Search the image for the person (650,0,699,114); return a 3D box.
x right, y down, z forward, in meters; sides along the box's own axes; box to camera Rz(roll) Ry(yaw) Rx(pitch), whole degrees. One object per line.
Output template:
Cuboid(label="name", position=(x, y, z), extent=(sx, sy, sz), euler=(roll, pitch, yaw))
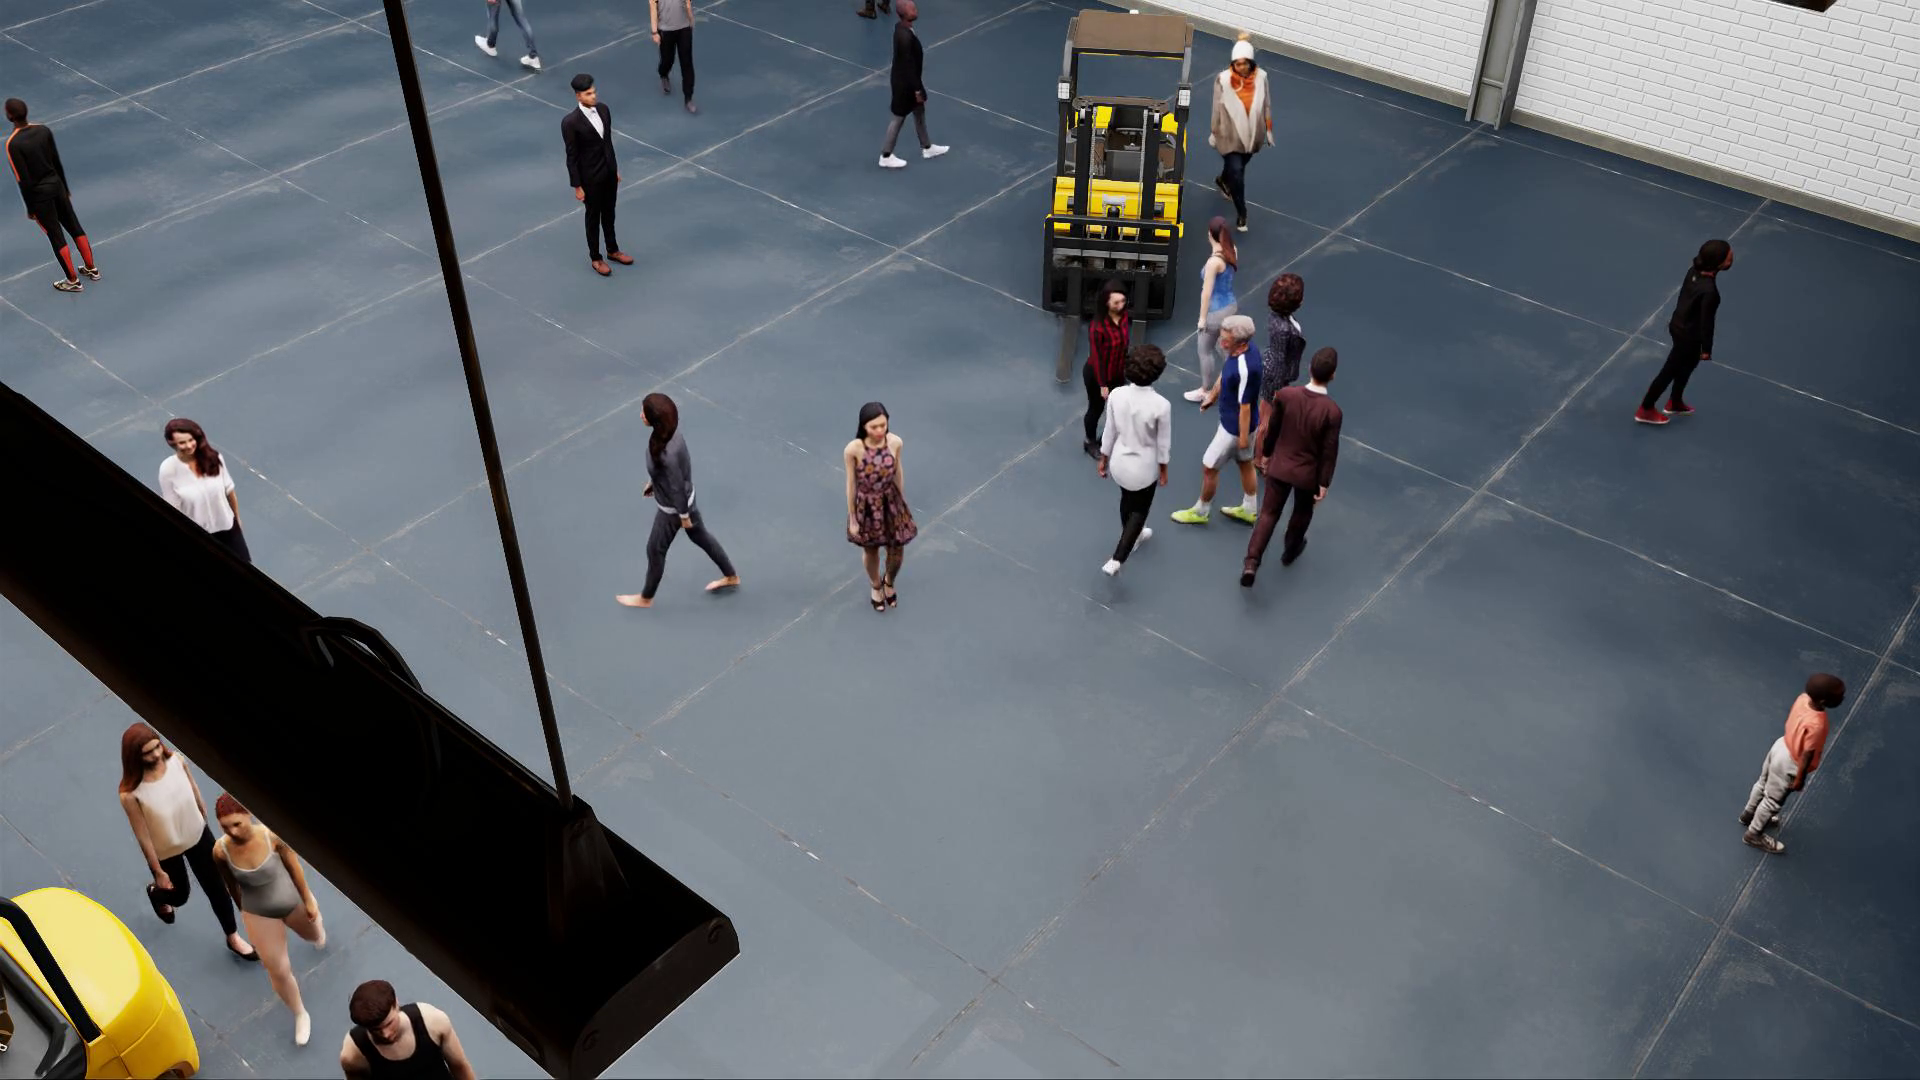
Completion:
Cuboid(label="person", position=(-3.114, -5.552, 18.004), extent=(0.886, 1.737, 1.075), euler=(-16, 41, -19))

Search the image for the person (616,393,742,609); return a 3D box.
Cuboid(label="person", position=(-1.864, -0.273, 11.406), extent=(1.138, 1.723, 1.099), euler=(-5, 39, -6))

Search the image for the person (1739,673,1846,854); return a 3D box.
Cuboid(label="person", position=(4.885, 1.280, 9.793), extent=(0.579, 1.308, 0.557), euler=(8, 39, 10))

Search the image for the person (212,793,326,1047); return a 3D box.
Cuboid(label="person", position=(-3.608, 1.877, 8.800), extent=(0.846, 1.615, 1.072), euler=(-14, 41, -17))

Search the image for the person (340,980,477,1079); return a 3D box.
Cuboid(label="person", position=(-2.522, 2.570, 7.730), extent=(0.874, 1.868, 1.151), euler=(-22, 44, -25))

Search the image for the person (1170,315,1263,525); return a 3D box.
Cuboid(label="person", position=(2.096, -0.842, 12.054), extent=(1.014, 1.803, 0.895), euler=(10, 40, 12))

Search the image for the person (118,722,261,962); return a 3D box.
Cuboid(label="person", position=(-4.314, 1.628, 9.042), extent=(0.994, 1.702, 0.622), euler=(24, 44, 27))

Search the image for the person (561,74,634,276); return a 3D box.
Cuboid(label="person", position=(-3.314, -3.347, 15.127), extent=(0.555, 1.882, 0.713), euler=(25, 45, 27))

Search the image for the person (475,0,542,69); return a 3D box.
Cuboid(label="person", position=(-5.092, -6.192, 18.761), extent=(1.222, 1.792, 0.694), euler=(27, 46, 29))

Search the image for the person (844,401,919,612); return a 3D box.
Cuboid(label="person", position=(-0.605, -0.241, 11.334), extent=(0.796, 1.762, 0.858), euler=(-11, 40, -14))

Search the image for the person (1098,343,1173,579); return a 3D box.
Cuboid(label="person", position=(1.196, -0.502, 11.643), extent=(1.008, 1.784, 0.794), euler=(17, 42, 20))

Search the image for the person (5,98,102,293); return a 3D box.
Cuboid(label="person", position=(-8.158, -3.096, 14.872), extent=(0.632, 1.808, 0.676), euler=(14, 41, 17))

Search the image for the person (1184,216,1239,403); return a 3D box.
Cuboid(label="person", position=(2.146, -1.855, 13.497), extent=(0.714, 1.585, 0.695), euler=(17, 42, 20))

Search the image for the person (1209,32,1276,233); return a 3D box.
Cuboid(label="person", position=(2.649, -3.966, 15.921), extent=(1.179, 1.858, 1.323), euler=(-13, 40, -15))

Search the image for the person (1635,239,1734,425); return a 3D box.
Cuboid(label="person", position=(5.665, -1.628, 13.153), extent=(0.880, 1.659, 0.811), euler=(3, 39, 3))

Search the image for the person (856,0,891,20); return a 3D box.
Cuboid(label="person", position=(-1.044, -7.264, 20.010), extent=(0.729, 1.910, 0.624), euler=(-29, 47, -31))

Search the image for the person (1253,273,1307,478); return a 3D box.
Cuboid(label="person", position=(2.395, -1.256, 12.655), extent=(0.733, 1.700, 0.701), euler=(2, 39, 2))

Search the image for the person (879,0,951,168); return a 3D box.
Cuboid(label="person", position=(-0.647, -4.585, 16.796), extent=(1.092, 1.734, 1.044), euler=(-5, 39, -6))

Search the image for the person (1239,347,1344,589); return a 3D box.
Cuboid(label="person", position=(2.300, -0.452, 11.538), extent=(1.097, 1.837, 0.898), euler=(17, 42, 20))

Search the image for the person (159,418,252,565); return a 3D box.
Cuboid(label="person", position=(-5.063, -0.071, 11.146), extent=(0.779, 1.731, 1.187), euler=(-26, 45, -29))

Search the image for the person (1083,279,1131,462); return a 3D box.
Cuboid(label="person", position=(1.036, -1.309, 12.770), extent=(0.620, 1.639, 0.634), euler=(-30, 47, -32))
